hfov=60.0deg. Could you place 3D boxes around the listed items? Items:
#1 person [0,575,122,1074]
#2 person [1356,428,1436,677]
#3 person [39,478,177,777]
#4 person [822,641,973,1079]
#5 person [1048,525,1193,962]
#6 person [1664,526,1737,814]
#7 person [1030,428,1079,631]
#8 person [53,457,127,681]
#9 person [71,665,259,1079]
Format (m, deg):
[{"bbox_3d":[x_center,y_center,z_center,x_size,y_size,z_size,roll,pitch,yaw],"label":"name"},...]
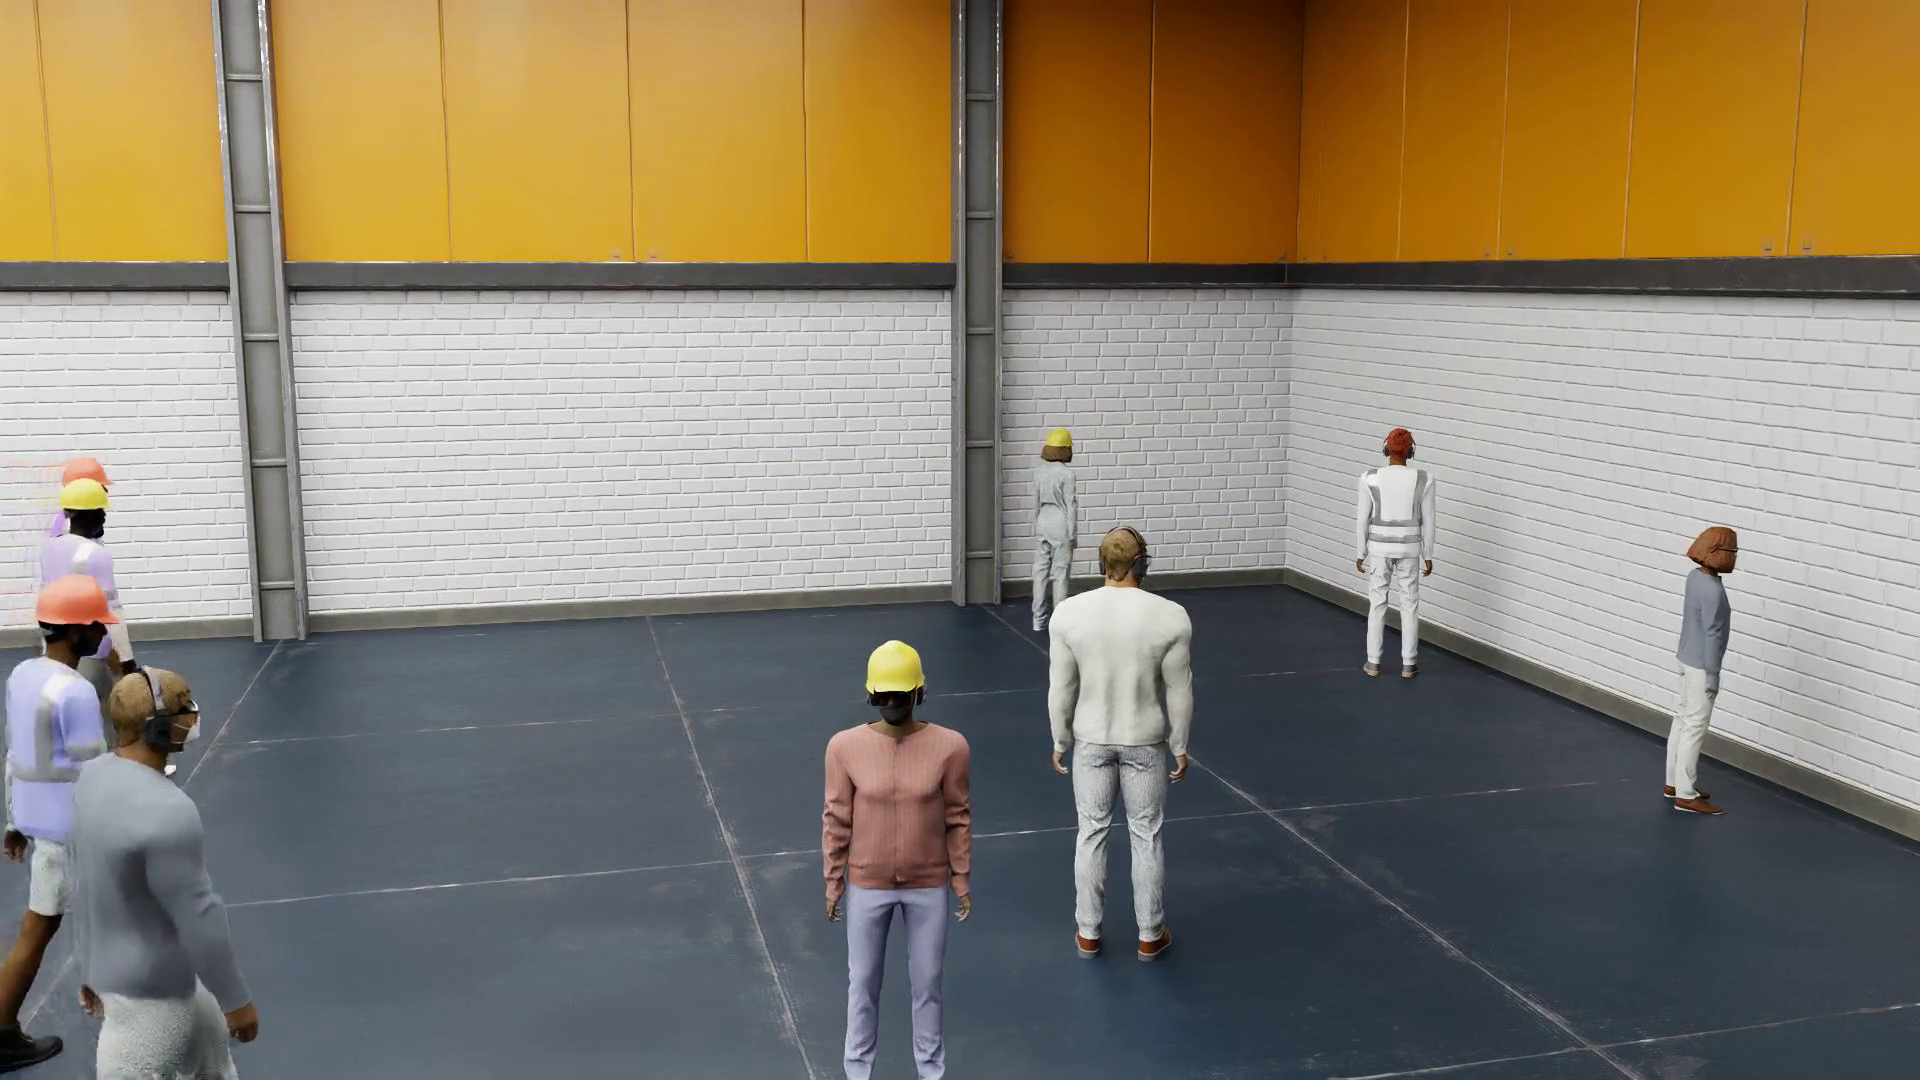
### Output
[{"bbox_3d":[-3.421,1.067,6.500,0.556,1.870,1.005,8,12,42],"label":"person"},{"bbox_3d":[3.278,0.099,12.524,0.581,1.881,0.351,2,9,14],"label":"person"},{"bbox_3d":[-5.026,0.587,9.502,0.604,1.881,0.993,6,11,35],"label":"person"},{"bbox_3d":[-0.219,1.219,5.891,0.534,1.767,0.319,-1,9,-3],"label":"person"},{"bbox_3d":[0.706,0.900,7.347,0.633,1.936,0.355,2,9,11],"label":"person"},{"bbox_3d":[4.202,0.725,9.404,0.270,1.627,0.497,1,9,9],"label":"person"},{"bbox_3d":[0.816,-0.079,14.058,0.318,1.742,0.492,-9,13,-43],"label":"person"},{"bbox_3d":[-5.565,0.417,10.542,1.007,1.889,0.564,-6,11,-34],"label":"person"},{"bbox_3d":[-2.384,1.302,5.007,1.035,1.882,0.655,-8,12,-41],"label":"person"}]
